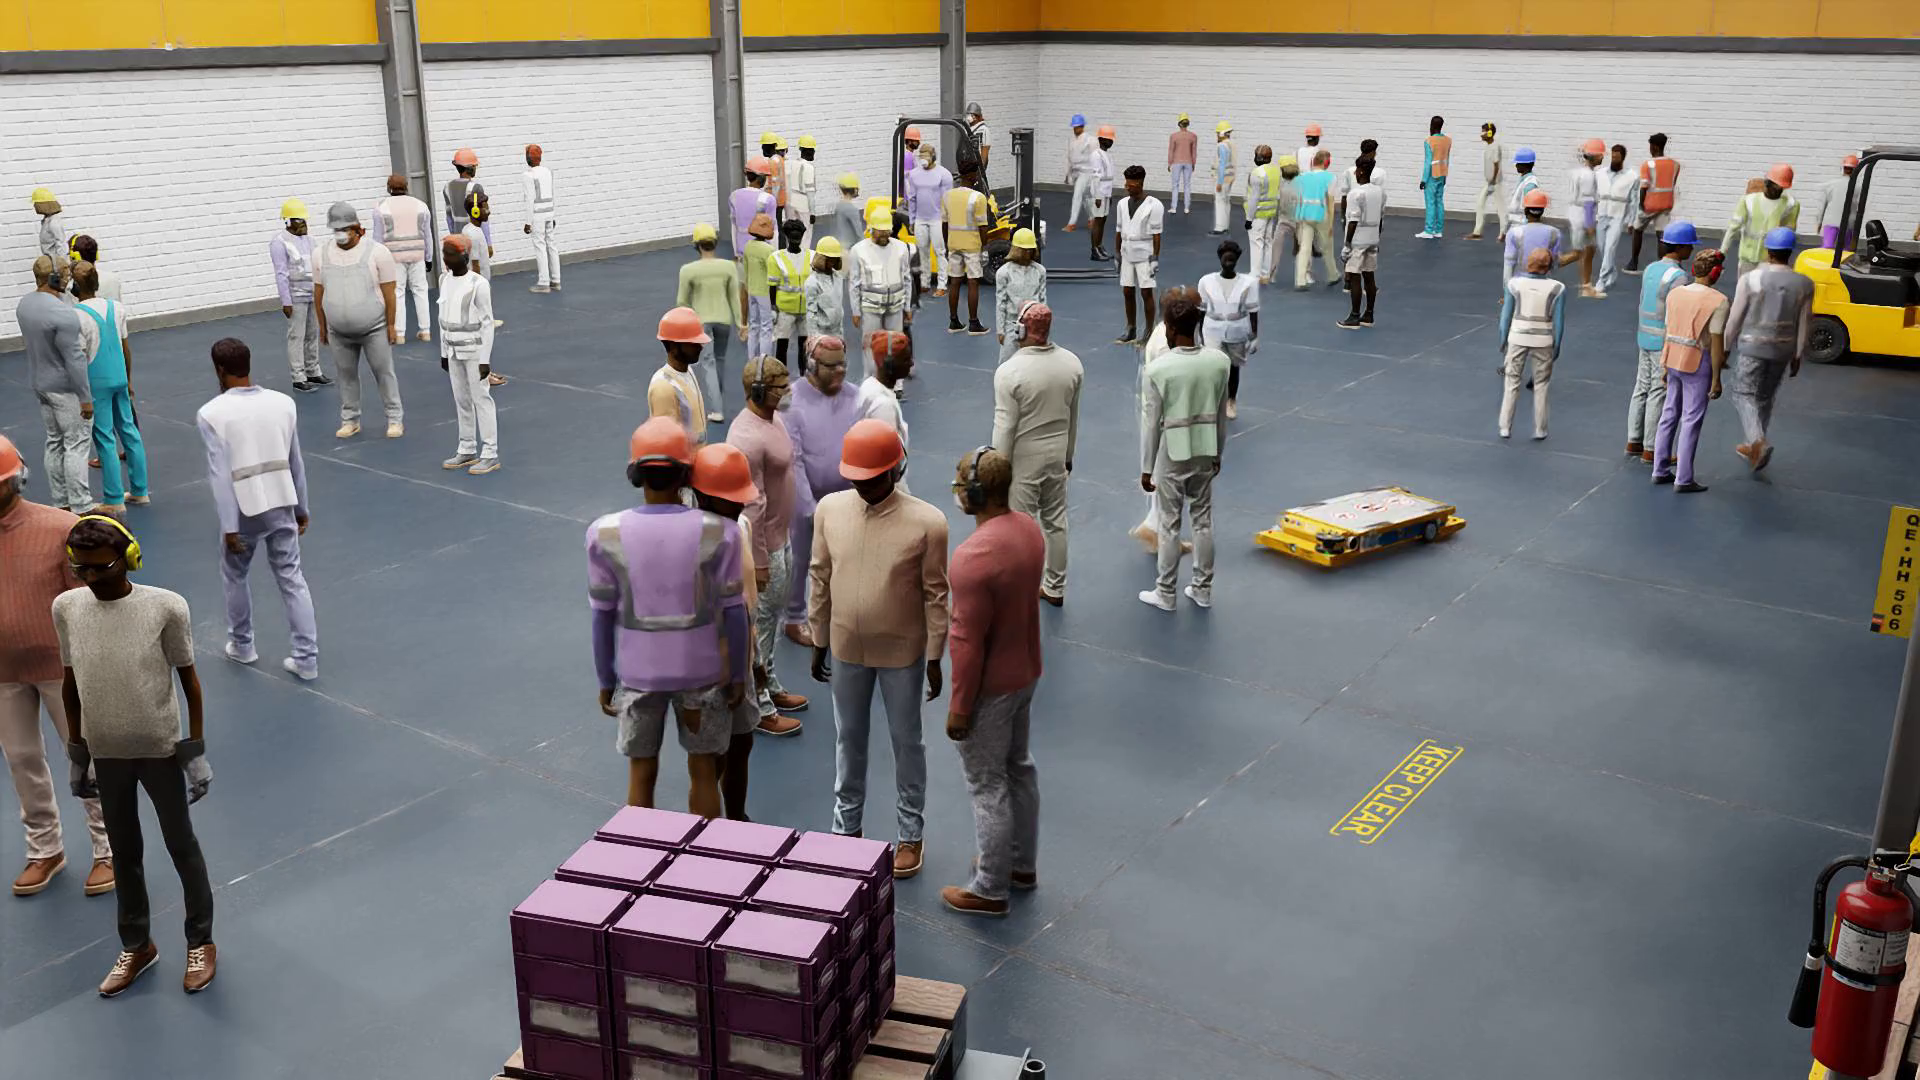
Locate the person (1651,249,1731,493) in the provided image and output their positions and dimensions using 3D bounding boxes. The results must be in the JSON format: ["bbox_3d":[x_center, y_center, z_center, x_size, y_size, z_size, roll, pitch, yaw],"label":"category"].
[{"bbox_3d":[5.508,-1.271,12.570,0.394,1.836,0.560,-7,19,-20],"label":"person"}]

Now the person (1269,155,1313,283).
[{"bbox_3d":[4.436,-4.258,22.154,0.702,1.689,0.557,-16,24,-41],"label":"person"}]

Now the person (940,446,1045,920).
[{"bbox_3d":[0.135,0.570,6.669,0.387,1.930,0.634,9,20,25],"label":"person"}]

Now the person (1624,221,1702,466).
[{"bbox_3d":[5.642,-1.579,13.344,0.389,1.946,0.614,-1,18,-4],"label":"person"}]

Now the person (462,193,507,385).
[{"bbox_3d":[-4.648,-2.427,16.145,0.331,1.864,0.505,-5,19,-17],"label":"person"}]

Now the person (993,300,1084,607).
[{"bbox_3d":[0.425,-0.484,9.988,0.639,1.908,0.409,-14,22,-36],"label":"person"}]

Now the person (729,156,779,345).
[{"bbox_3d":[-2.207,-3.143,18.113,0.613,2.031,0.403,10,20,29],"label":"person"}]

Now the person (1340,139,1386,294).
[{"bbox_3d":[5.173,-4.150,21.357,0.607,1.966,0.373,13,22,36],"label":"person"}]

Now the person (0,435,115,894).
[{"bbox_3d":[-3.788,0.511,6.763,0.624,1.981,0.410,-2,18,-7],"label":"person"}]

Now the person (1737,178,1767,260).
[{"bbox_3d":[9.423,-3.476,19.804,0.504,1.627,0.275,-15,23,-38],"label":"person"}]

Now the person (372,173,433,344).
[{"bbox_3d":[-6.085,-3.076,18.218,0.633,1.840,0.430,-12,21,-33],"label":"person"}]

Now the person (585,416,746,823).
[{"bbox_3d":[-1.163,0.508,6.706,0.618,2.027,0.473,-2,18,-7],"label":"person"}]

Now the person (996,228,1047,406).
[{"bbox_3d":[0.548,-1.857,14.565,0.486,1.737,0.324,-8,19,-24],"label":"person"}]

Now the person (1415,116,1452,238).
[{"bbox_3d":[7.596,-5.796,26.584,0.597,1.916,0.372,-13,22,-36],"label":"person"}]

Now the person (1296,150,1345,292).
[{"bbox_3d":[4.696,-4.155,21.659,0.585,1.783,0.985,16,24,41],"label":"person"}]

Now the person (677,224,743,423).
[{"bbox_3d":[-2.265,-1.956,14.882,0.558,1.722,0.874,-8,19,-24],"label":"person"}]

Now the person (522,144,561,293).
[{"bbox_3d":[-5.421,-4.149,21.486,0.337,1.882,0.583,8,19,23],"label":"person"}]

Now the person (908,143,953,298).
[{"bbox_3d":[-0.381,-4.049,21.109,0.630,1.930,0.379,10,20,29],"label":"person"}]

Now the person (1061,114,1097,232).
[{"bbox_3d":[2.025,-6.082,27.526,0.988,1.899,0.621,-16,23,-40],"label":"person"}]

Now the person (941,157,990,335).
[{"bbox_3d":[0.074,-3.291,18.671,0.614,1.963,0.361,13,22,35],"label":"person"}]

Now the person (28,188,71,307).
[{"bbox_3d":[-9.620,-2.867,17.706,0.316,1.742,0.492,-13,22,-34],"label":"person"}]

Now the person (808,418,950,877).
[{"bbox_3d":[-0.349,0.453,6.929,0.611,1.985,0.393,5,18,16],"label":"person"}]

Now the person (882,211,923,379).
[{"bbox_3d":[-0.638,-2.331,16.140,0.545,1.673,0.488,-5,18,-15],"label":"person"}]

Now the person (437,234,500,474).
[{"bbox_3d":[-3.888,-1.460,13.078,0.574,1.884,0.356,12,21,33],"label":"person"}]

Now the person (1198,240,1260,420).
[{"bbox_3d":[2.325,-1.797,14.497,0.538,1.656,0.874,3,18,9],"label":"person"}]

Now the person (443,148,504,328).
[{"bbox_3d":[-5.568,-3.432,18.984,0.605,2.045,0.377,10,20,29],"label":"person"}]

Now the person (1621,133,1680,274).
[{"bbox_3d":[9.443,-4.568,22.711,0.628,1.927,0.857,-3,18,-8],"label":"person"}]

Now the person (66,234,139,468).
[{"bbox_3d":[-6.838,-1.494,13.233,0.341,1.859,0.511,6,19,19],"label":"person"}]

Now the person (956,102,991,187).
[{"bbox_3d":[0.194,-6.354,28.132,0.537,2.000,0.682,-10,20,-29],"label":"person"}]

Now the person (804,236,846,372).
[{"bbox_3d":[-1.112,-1.683,14.007,0.313,1.740,0.486,10,20,29],"label":"person"}]

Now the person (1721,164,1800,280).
[{"bbox_3d":[8.631,-3.083,18.025,0.704,1.972,1.061,12,21,32],"label":"person"}]

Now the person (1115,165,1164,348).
[{"bbox_3d":[1.913,-3.070,18.012,0.615,1.951,0.388,16,24,42],"label":"person"}]

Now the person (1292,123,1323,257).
[{"bbox_3d":[5.165,-5.158,24.563,0.378,1.933,0.552,-14,23,-37],"label":"person"}]

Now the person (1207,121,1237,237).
[{"bbox_3d":[4.245,-5.818,26.803,0.403,1.827,0.603,8,19,24],"label":"person"}]

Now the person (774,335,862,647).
[{"bbox_3d":[-0.724,-0.220,9.251,0.633,1.848,0.970,-12,21,-34],"label":"person"}]
